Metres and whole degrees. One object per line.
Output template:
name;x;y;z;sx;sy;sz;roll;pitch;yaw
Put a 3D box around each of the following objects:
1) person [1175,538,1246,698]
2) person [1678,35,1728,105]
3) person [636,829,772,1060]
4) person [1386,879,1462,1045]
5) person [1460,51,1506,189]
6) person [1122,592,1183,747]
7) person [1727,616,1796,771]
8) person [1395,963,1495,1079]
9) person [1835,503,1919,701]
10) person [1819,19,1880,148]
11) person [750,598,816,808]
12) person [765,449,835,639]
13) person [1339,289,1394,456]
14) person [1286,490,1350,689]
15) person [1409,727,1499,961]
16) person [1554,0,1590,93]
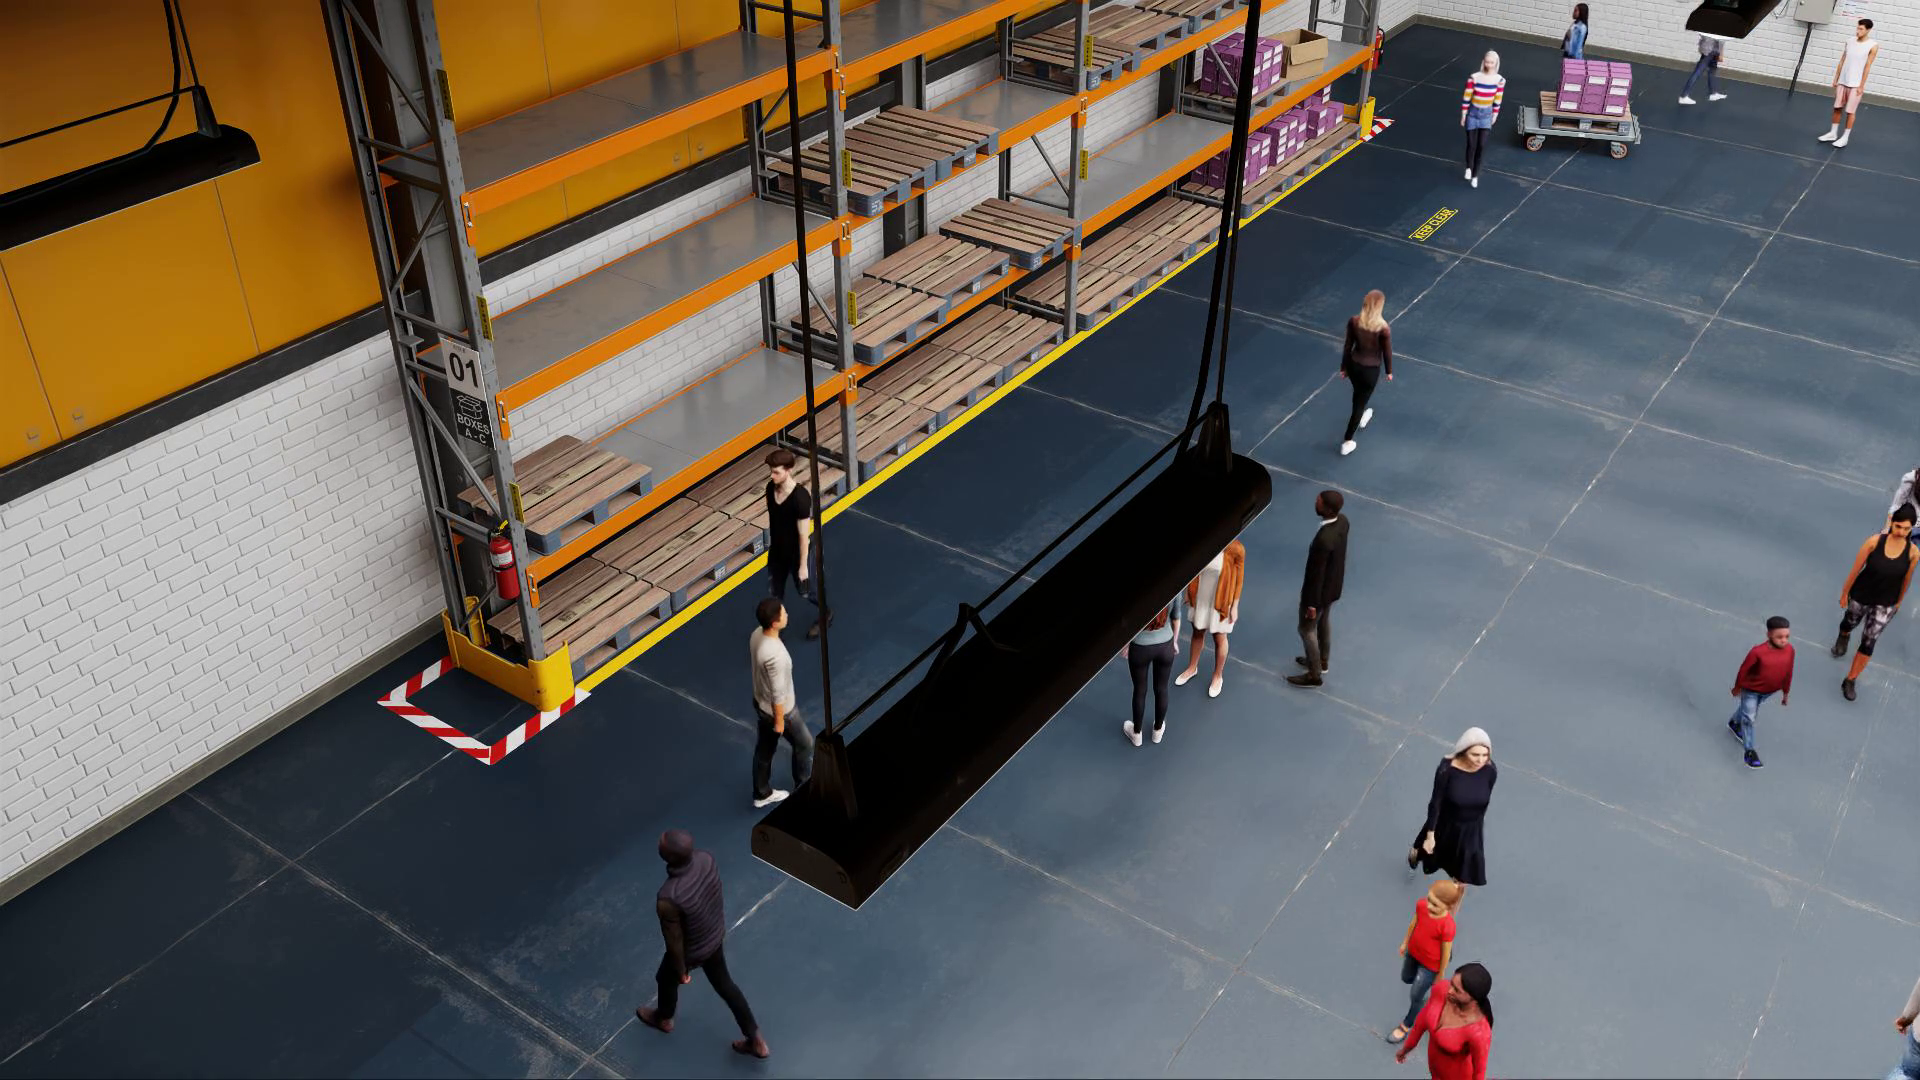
person;1.995;0.455;13.131;0.619;1.713;0.562;20;38;27
person;11.126;-7.355;24.892;1.019;1.702;1.046;2;34;3
person;-1.523;2.466;10.037;0.848;1.790;1.159;17;37;23
person;2.939;2.568;10.327;0.835;1.298;0.704;-15;36;-21
person;6.958;-5.688;22.313;0.839;1.780;1.030;10;35;14
person;1.445;0.818;12.559;0.677;1.743;0.725;-3;34;-4
person;6.049;1.070;12.651;0.843;1.220;0.920;-4;34;-6
person;2.817;2.985;9.305;1.208;1.735;1.084;-8;35;-12
person;7.273;0.412;13.271;0.753;1.631;1.117;14;36;19
person;12.617;-6.473;23.495;0.741;1.779;0.737;-17;37;-23
person;-1.412;1.202;11.928;0.975;1.801;0.880;-15;36;-21
person;-1.307;0.067;13.575;0.764;1.868;1.088;27;42;34
person;3.910;-1.604;16.269;0.690;1.669;1.035;27;42;34
person;2.874;0.390;13.152;0.807;1.799;0.526;21;39;28
person;3.221;1.887;10.974;0.987;1.717;1.145;0;34;-1
person;9.017;-6.969;24.318;0.997;1.694;0.978;-2;34;-2
